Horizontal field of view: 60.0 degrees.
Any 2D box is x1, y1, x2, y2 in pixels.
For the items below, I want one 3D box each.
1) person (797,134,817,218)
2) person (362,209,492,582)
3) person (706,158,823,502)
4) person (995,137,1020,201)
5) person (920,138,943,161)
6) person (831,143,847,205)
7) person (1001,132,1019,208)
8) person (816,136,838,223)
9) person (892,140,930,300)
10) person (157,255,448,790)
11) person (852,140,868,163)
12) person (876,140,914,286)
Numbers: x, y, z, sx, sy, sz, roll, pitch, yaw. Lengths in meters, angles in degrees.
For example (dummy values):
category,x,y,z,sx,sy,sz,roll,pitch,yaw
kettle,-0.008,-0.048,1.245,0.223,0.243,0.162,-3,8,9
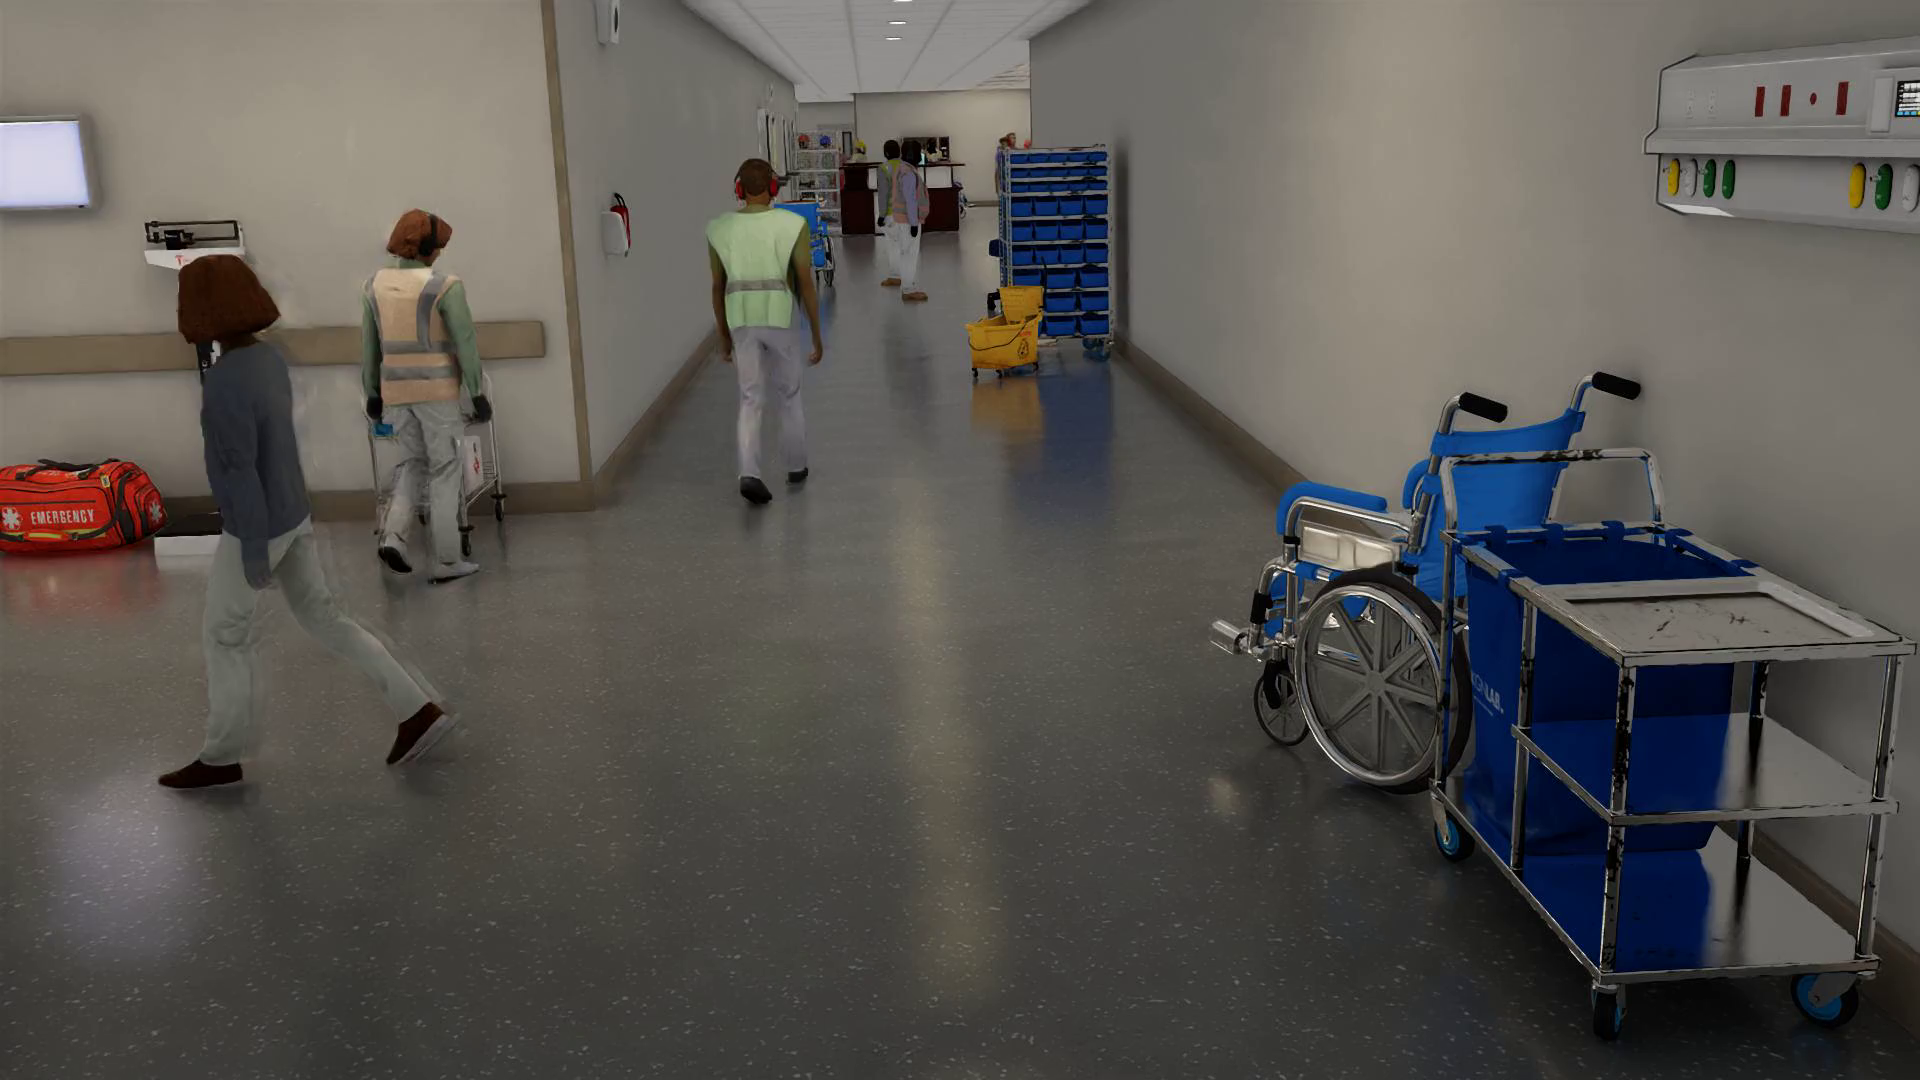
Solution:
category,x,y,z,sx,sy,sz,roll,pitch,yaw
person,-3.408,-8.000,36.959,0.391,1.995,0.613,-11,16,-34
person,-2.336,-0.616,7.246,0.554,1.622,0.383,4,15,23
person,-1.031,-1.116,8.832,0.603,1.793,0.944,0,14,5
person,0.978,-6.906,32.304,0.600,1.820,0.439,1,14,9
person,-0.625,-8.195,37.780,0.628,1.837,0.430,-10,16,-29
person,-3.503,-10.532,47.863,0.533,1.765,0.330,0,14,8
person,1.158,-8.223,37.542,0.399,1.900,0.644,12,19,43
person,-3.053,-8.222,37.919,0.378,1.949,0.614,-9,16,-29
person,-0.560,-3.702,19.312,0.431,1.836,0.619,-4,14,-9
person,-2.010,-0.048,4.937,0.818,1.601,0.511,-2,14,-2
person,-2.378,-8.578,39.583,0.553,1.816,0.610,-9,15,-27
person,-0.828,-4.180,21.286,0.430,1.841,0.624,11,19,43
